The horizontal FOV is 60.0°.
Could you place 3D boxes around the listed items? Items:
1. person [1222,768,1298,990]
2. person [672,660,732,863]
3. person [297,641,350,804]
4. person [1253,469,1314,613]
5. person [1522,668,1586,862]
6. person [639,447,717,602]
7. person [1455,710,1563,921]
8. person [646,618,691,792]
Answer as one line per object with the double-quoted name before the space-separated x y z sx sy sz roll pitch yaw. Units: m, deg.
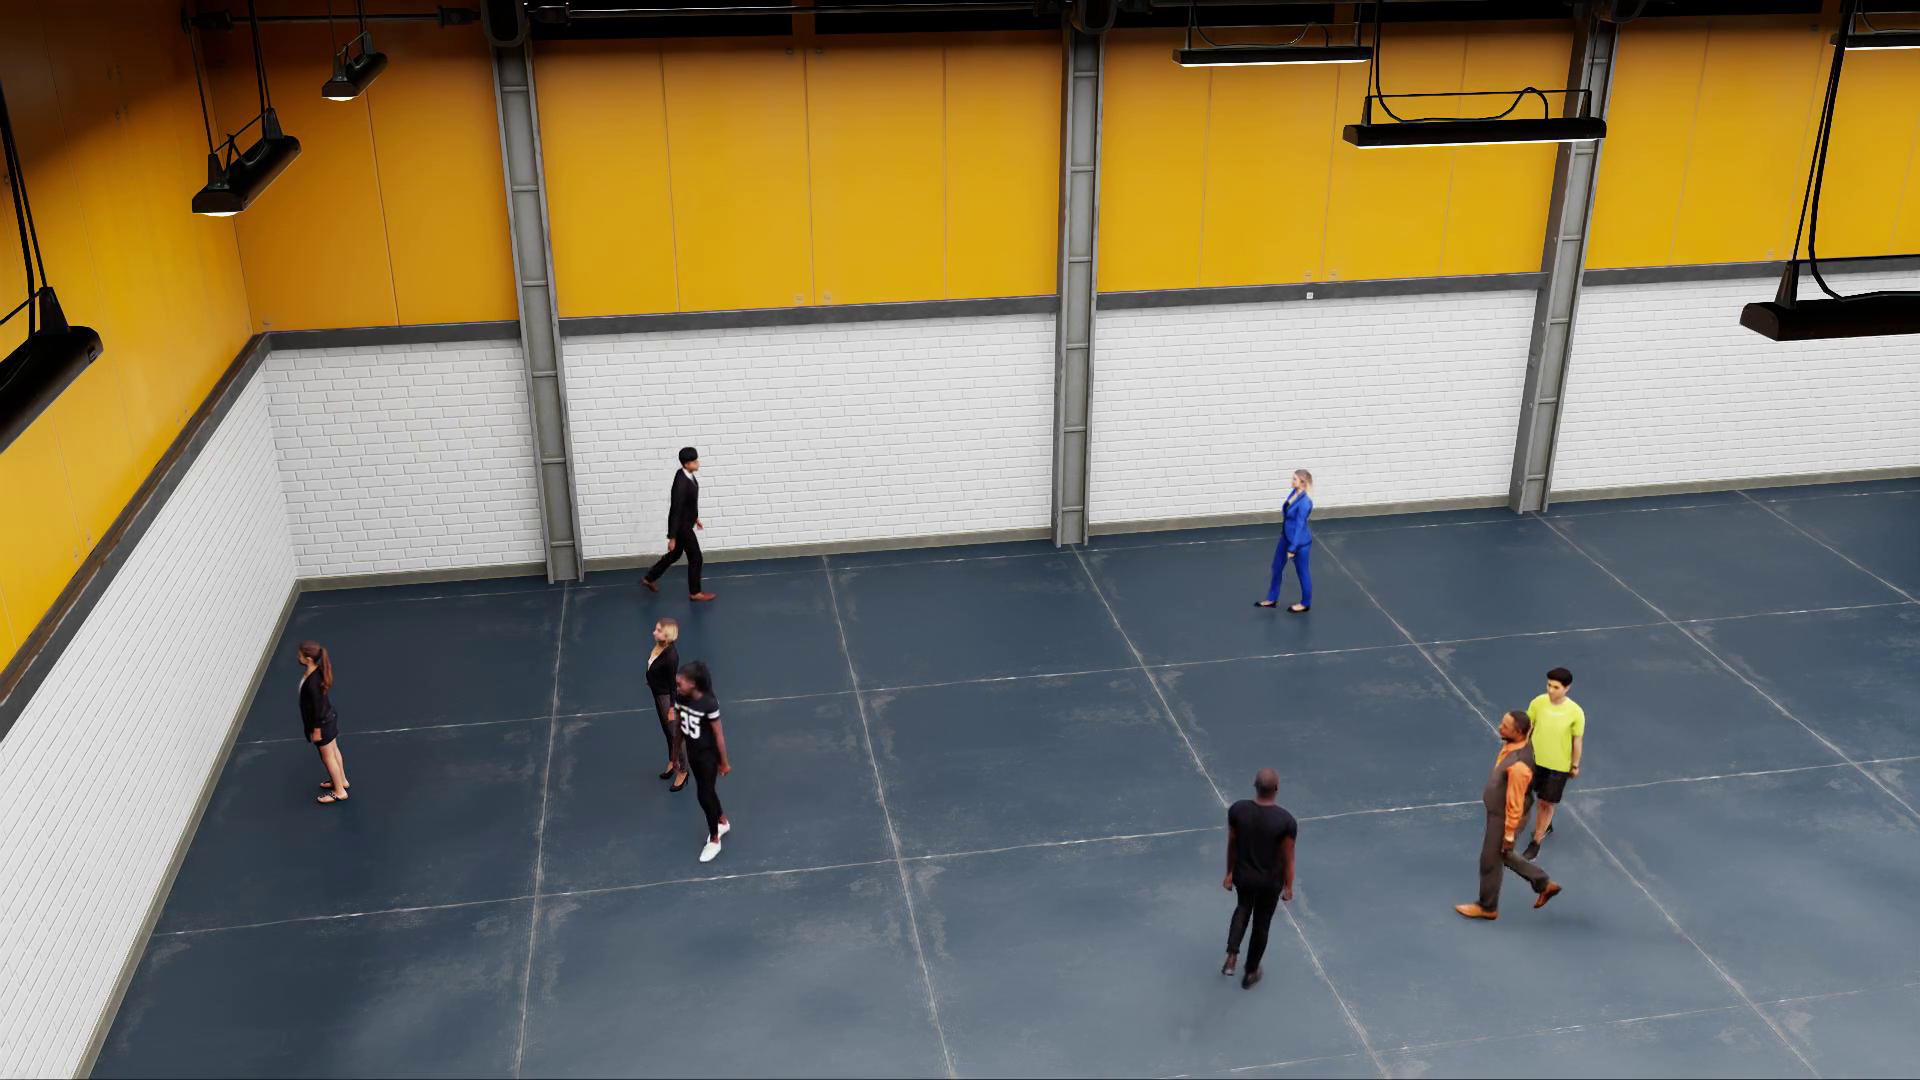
"person" 2.153 2.549 12.222 0.848 1.804 0.910 16 28 31
"person" -2.127 1.785 14.079 0.875 1.716 0.937 14 27 29
"person" -5.657 1.586 14.736 0.523 1.555 0.531 -4 24 -10
"person" 3.765 0.025 18.149 0.837 1.682 0.655 -3 24 -8
"person" 5.018 1.815 14.057 0.944 1.679 1.047 21 31 39
"person" -3.155 -0.154 18.366 1.107 1.835 0.778 -3 24 -8
"person" 4.366 2.171 12.973 1.071 1.895 0.939 5 24 12
"person" -2.596 1.453 14.891 0.626 1.675 0.652 -11 26 -24
